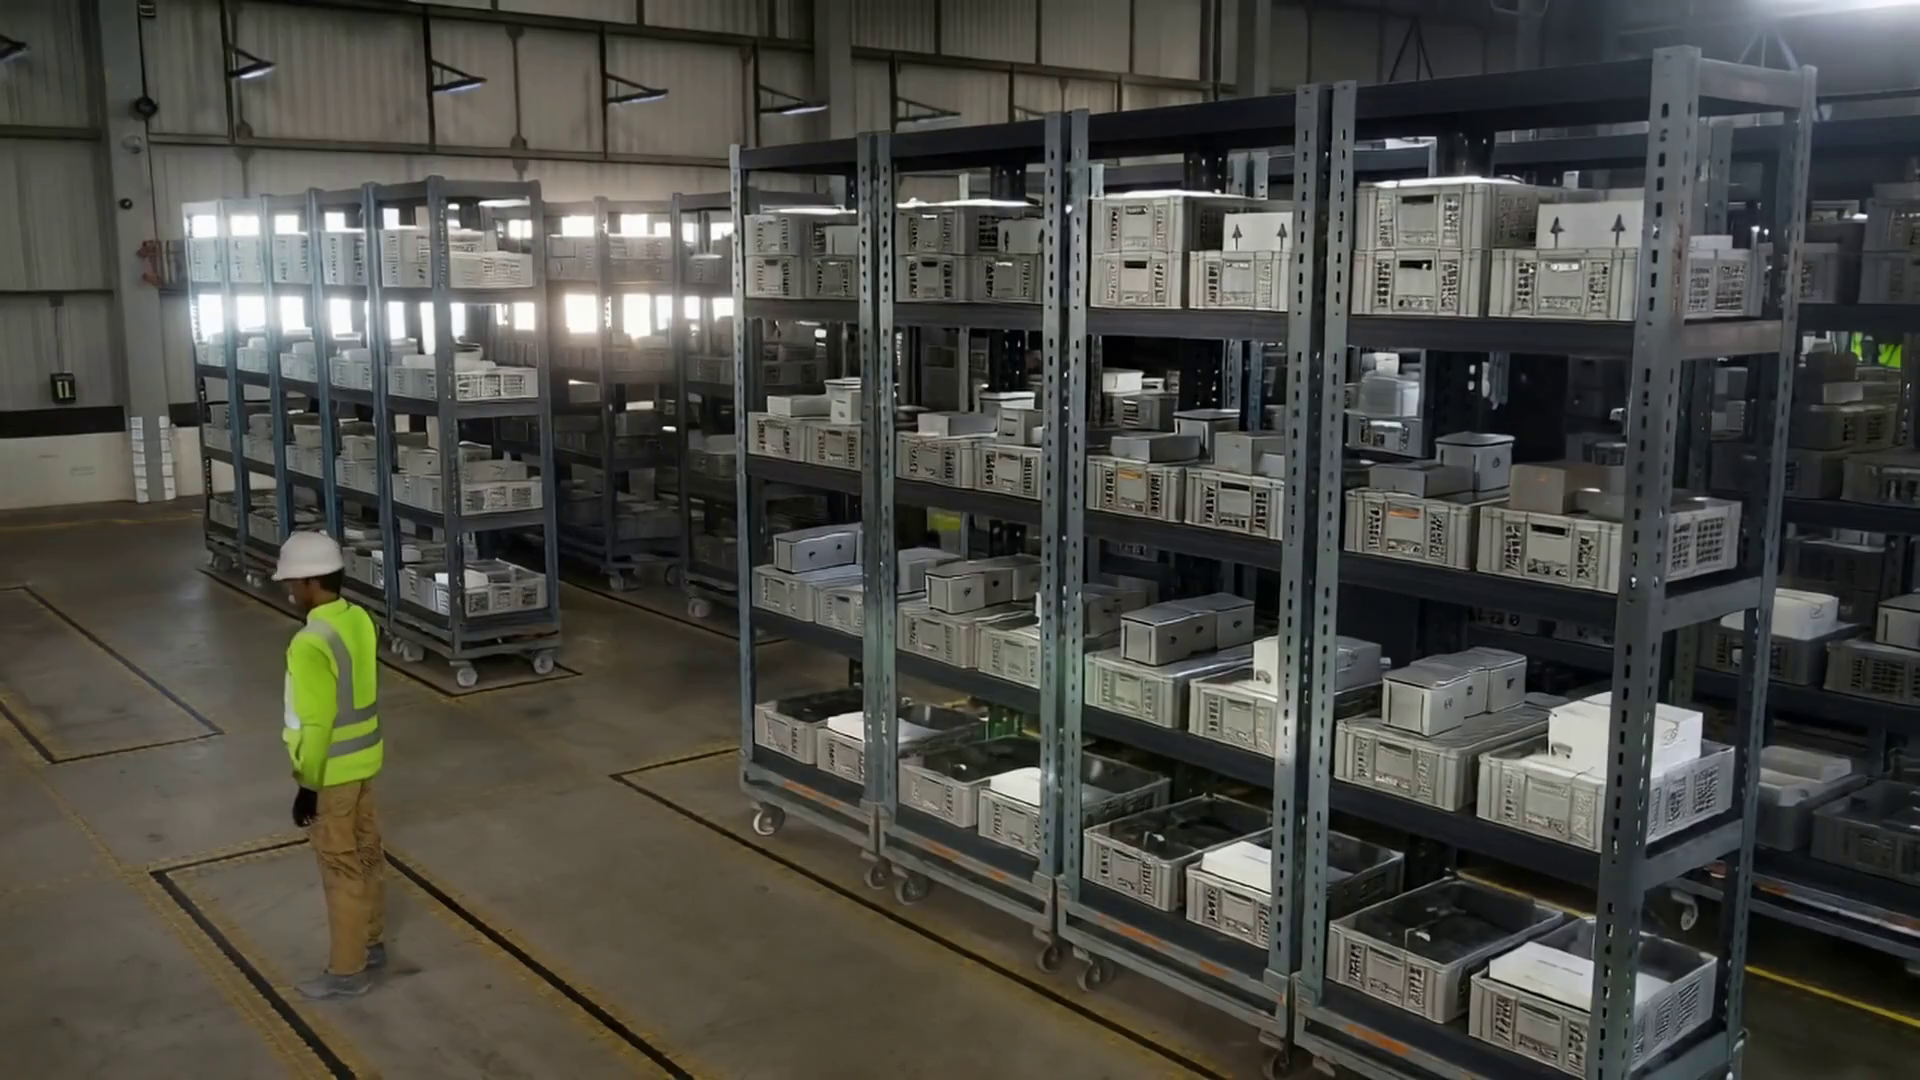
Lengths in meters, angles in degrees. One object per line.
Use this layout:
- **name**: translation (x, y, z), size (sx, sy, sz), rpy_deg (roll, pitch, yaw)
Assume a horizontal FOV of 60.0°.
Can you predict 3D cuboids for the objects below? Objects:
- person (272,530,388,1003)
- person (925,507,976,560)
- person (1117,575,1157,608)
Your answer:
- **person**: translation (-2.575, 0.920, 6.849), size (0.387, 1.947, 0.604), rpy_deg (0, 9, 0)
- **person**: translation (-0.085, -0.156, 13.748), size (0.720, 1.813, 0.605), rpy_deg (-8, 12, -40)
- **person**: translation (1.451, -0.110, 12.905), size (0.396, 1.993, 0.617), rpy_deg (9, 13, 44)
